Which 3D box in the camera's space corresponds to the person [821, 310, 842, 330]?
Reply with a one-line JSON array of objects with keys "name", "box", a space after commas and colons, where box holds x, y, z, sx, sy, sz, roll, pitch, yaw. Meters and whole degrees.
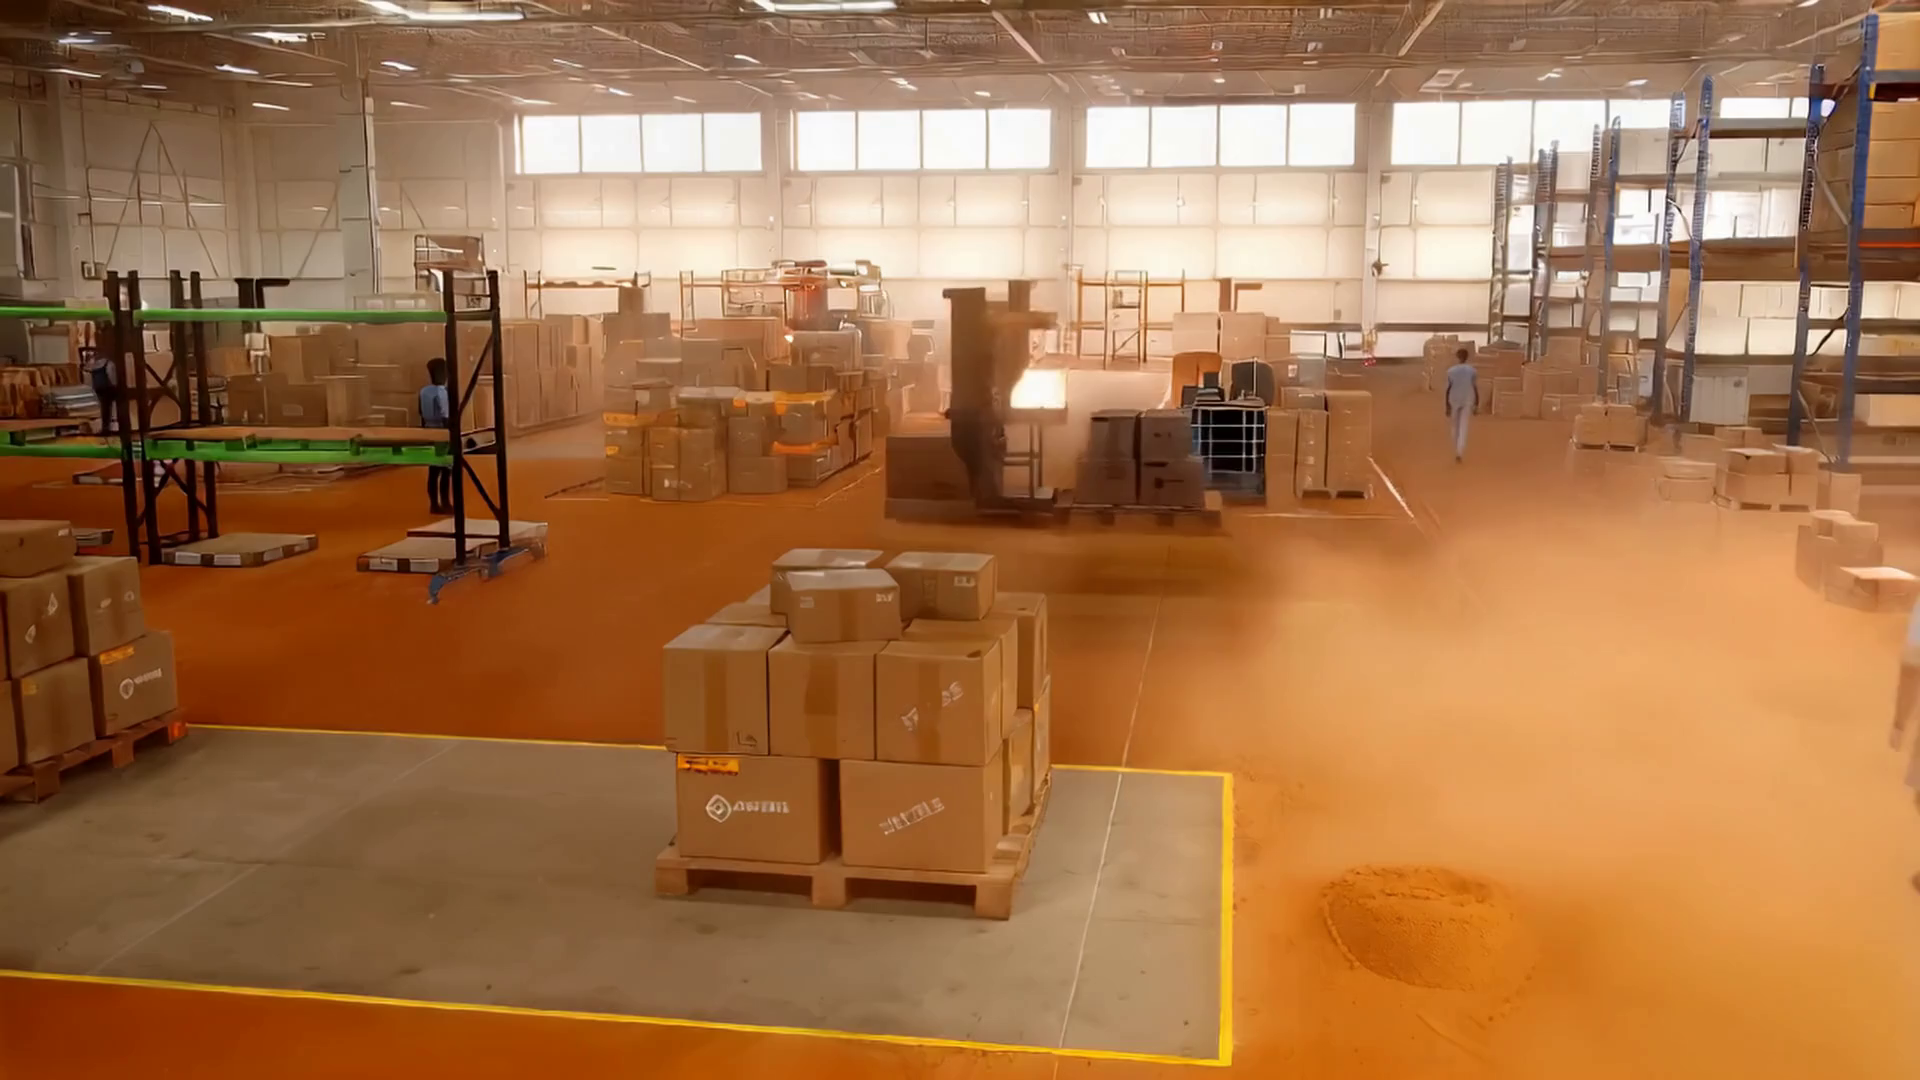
[{"name": "person", "box": [-3.679, -5.642, 47.772, 0.650, 1.885, 1.020, 2, 9, 9]}]

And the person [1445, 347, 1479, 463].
[{"name": "person", "box": [7.939, -2.133, 26.336, 0.511, 1.832, 0.976, 4, 10, 23]}]

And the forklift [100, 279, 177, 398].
[{"name": "forklift", "box": [-19.606, -4.720, 39.027, 1.873, 2.768, 1.129, 1, 9, 9]}]

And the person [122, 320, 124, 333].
[{"name": "person", "box": [-25.328, -5.934, 50.451, 0.518, 1.602, 0.824, -5, 11, -29]}]

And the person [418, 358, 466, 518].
[{"name": "person", "box": [-6.380, -1.246, 20.412, 0.604, 1.966, 0.367, 8, 12, 41]}]

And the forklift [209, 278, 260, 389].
[{"name": "forklift", "box": [-18.315, -5.333, 42.805, 1.873, 2.768, 1.129, -3, 10, -18]}]

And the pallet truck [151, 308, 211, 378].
[{"name": "pallet truck", "box": [-21.869, -5.598, 47.154, 0.823, 1.965, 1.885, 4, 10, 26]}]

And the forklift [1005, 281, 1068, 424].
[{"name": "forklift", "box": [1.194, -3.753, 33.059, 1.873, 2.768, 1.129, 1, 9, 9]}]

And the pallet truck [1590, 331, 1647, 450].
[{"name": "pallet truck", "box": [11.253, -2.573, 28.499, 0.823, 1.965, 1.885, 5, 10, 27]}]

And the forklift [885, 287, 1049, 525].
[{"name": "forklift", "box": [0.089, -1.640, 20.029, 1.873, 2.768, 1.129, 1, 9, 9]}]

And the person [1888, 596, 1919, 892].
[{"name": "person", "box": [4.653, 0.849, 7.674, 0.549, 1.913, 0.798, 1, 9, 4]}]

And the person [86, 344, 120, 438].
[{"name": "person", "box": [-14.680, -2.494, 28.657, 0.526, 1.804, 0.901, 2, 9, 13]}]

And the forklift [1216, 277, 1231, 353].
[{"name": "forklift", "box": [7.678, -6.238, 48.386, 1.873, 2.768, 1.129, 1, 9, 9]}]

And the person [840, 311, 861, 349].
[{"name": "person", "box": [-2.975, -5.226, 45.085, 0.562, 1.924, 0.412, -2, 9, -12]}]

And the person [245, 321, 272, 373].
[{"name": "person", "box": [-16.829, -4.347, 39.939, 0.585, 1.847, 0.968, -4, 10, -23]}]
